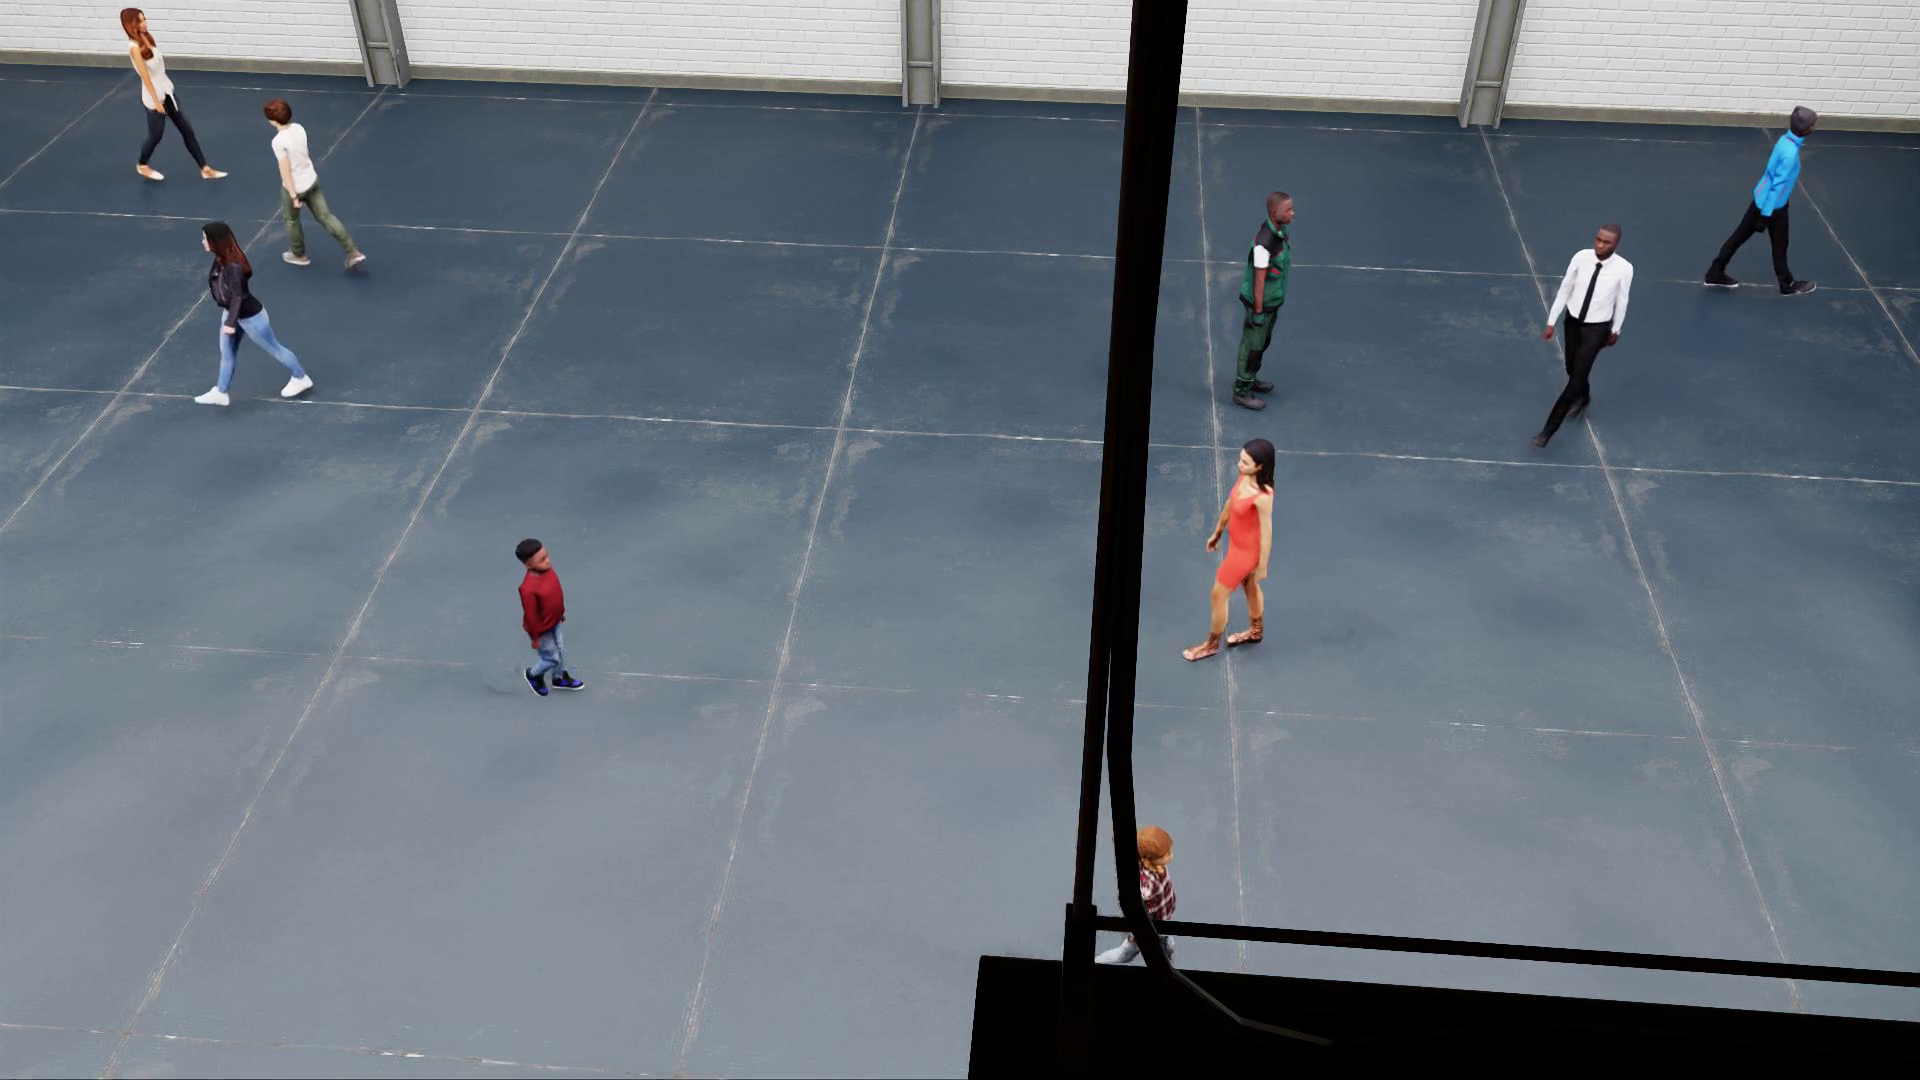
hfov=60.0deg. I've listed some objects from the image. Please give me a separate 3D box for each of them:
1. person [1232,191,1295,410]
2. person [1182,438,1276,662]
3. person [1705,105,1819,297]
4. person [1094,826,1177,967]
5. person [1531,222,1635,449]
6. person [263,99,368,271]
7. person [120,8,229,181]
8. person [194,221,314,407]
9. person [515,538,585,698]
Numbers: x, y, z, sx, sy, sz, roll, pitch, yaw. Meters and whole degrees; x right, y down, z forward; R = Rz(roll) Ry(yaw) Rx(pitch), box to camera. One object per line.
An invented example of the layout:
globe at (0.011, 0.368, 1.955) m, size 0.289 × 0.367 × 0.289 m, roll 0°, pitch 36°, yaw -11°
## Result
person at (2.394, -1.913, 13.143) m, size 0.692 × 1.837 × 0.750 m, roll 14°, pitch 41°, yaw 17°
person at (1.935, 0.045, 10.802) m, size 0.888 × 1.697 × 0.700 m, roll -4°, pitch 39°, yaw -6°
person at (6.938, -2.921, 14.479) m, size 1.162 × 1.745 × 0.757 m, roll 9°, pitch 39°, yaw 11°
person at (0.914, 1.966, 8.729) m, size 0.949 × 1.283 × 0.657 m, roll 11°, pitch 40°, yaw 13°
person at (4.871, -1.650, 12.856) m, size 1.263 × 1.784 × 1.217 m, roll 29°, pitch 47°, yaw 31°
person at (-5.796, -3.132, 14.841) m, size 1.183 × 1.621 × 0.828 m, roll 16°, pitch 41°, yaw 20°
person at (-7.887, -4.280, 16.179) m, size 1.113 × 1.745 × 0.652 m, roll 1°, pitch 39°, yaw 1°
person at (-5.575, -1.785, 13.179) m, size 1.183 × 1.591 × 1.096 m, roll -26°, pitch 45°, yaw -28°
person at (-2.708, 0.501, 10.594) m, size 0.618 × 1.245 × 0.553 m, roll 10°, pitch 40°, yaw 12°
